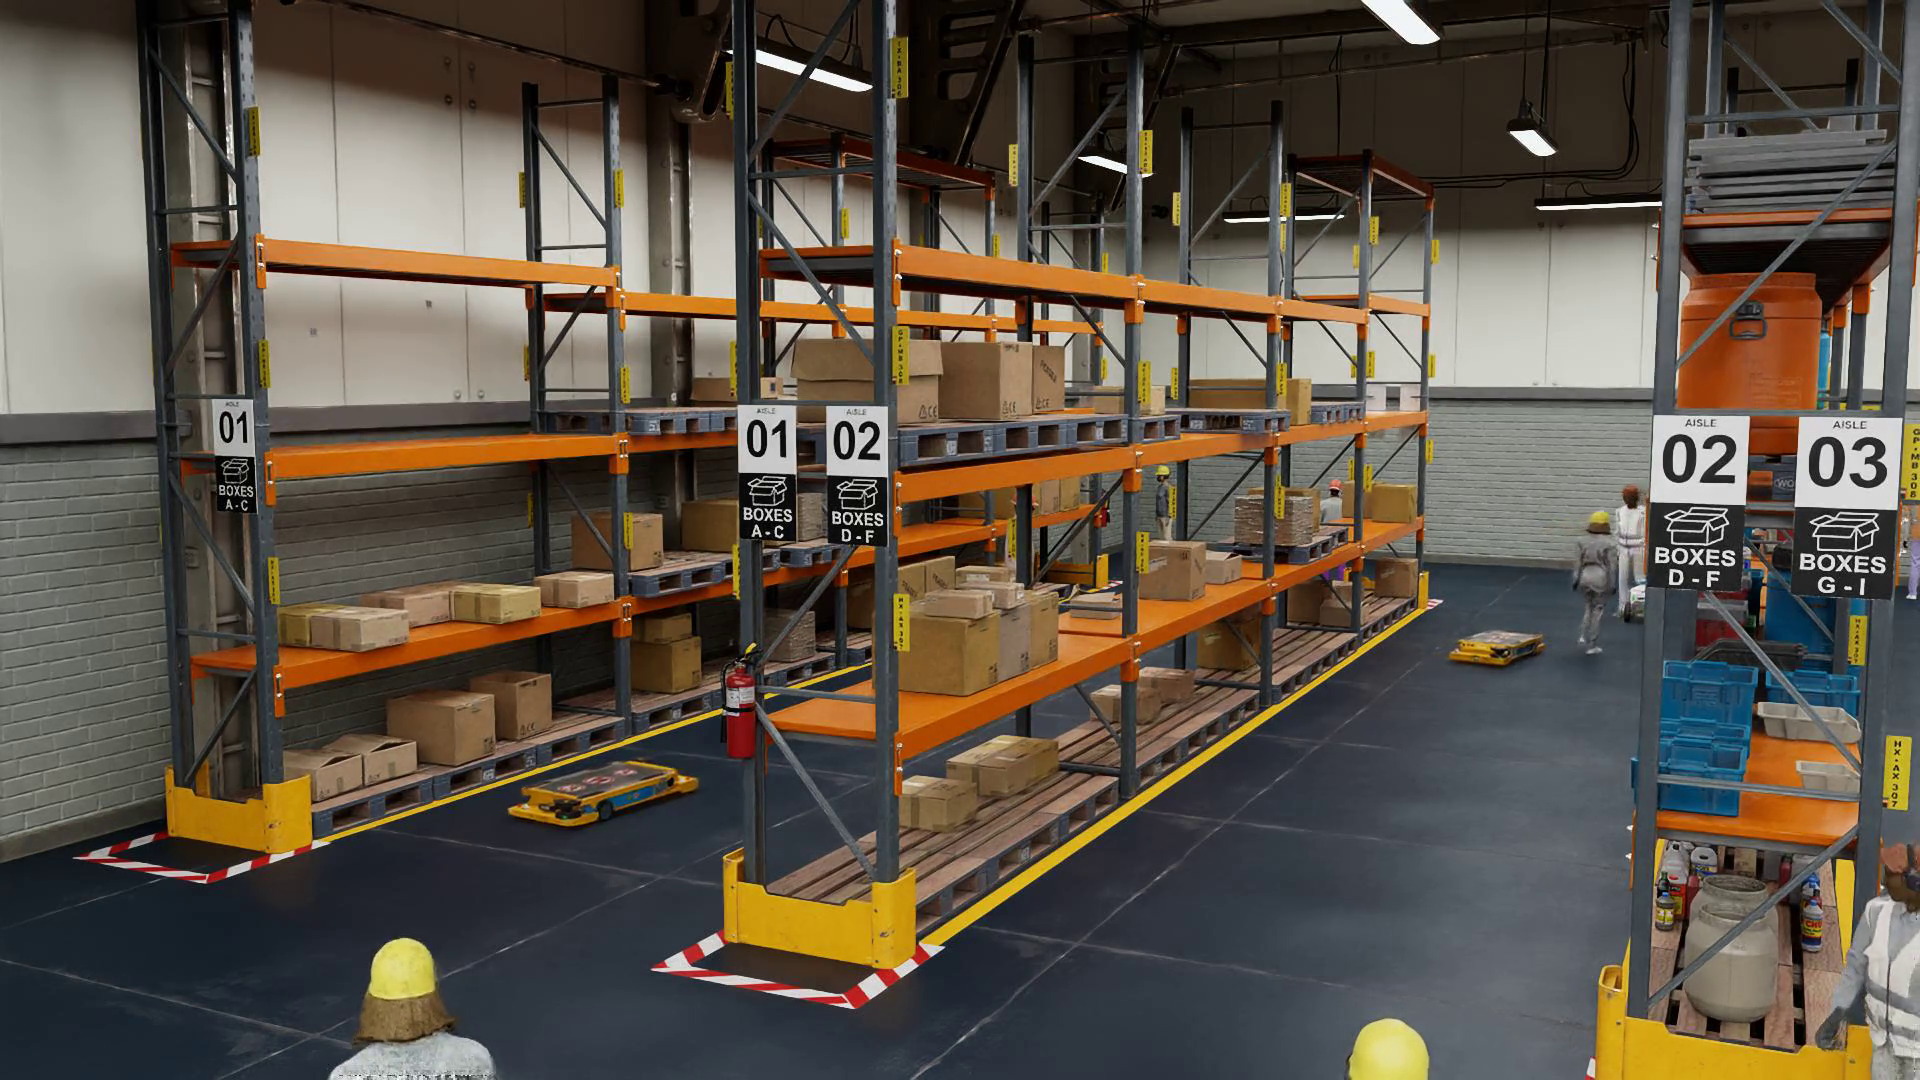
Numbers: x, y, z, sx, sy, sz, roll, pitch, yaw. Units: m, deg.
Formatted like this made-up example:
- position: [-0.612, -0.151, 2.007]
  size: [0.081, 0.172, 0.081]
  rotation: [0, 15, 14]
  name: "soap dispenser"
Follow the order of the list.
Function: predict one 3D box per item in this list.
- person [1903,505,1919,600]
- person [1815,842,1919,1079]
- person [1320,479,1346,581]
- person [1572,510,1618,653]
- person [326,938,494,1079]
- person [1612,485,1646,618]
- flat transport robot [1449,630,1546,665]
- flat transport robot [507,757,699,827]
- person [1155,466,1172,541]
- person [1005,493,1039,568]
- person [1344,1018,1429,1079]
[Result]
- position: [14.262, -0.057, 24.574]
  size: [0.588, 1.930, 0.359]
  rotation: [3, 7, 26]
  name: "person"
- position: [3.600, 1.969, 6.364]
  size: [0.451, 1.625, 0.576]
  rotation: [-1, 6, -12]
  name: "person"
- position: [5.710, -0.053, 25.391]
  size: [0.572, 1.748, 0.342]
  rotation: [1, 6, 11]
  name: "person"
- position: [7.679, 0.505, 20.060]
  size: [0.408, 1.727, 0.513]
  rotation: [-5, 8, -39]
  name: "person"
- position: [-1.703, 2.047, 5.103]
  size: [0.512, 1.709, 0.784]
  rotation: [-3, 7, -29]
  name: "person"
- position: [9.348, 0.154, 22.930]
  size: [0.805, 1.861, 0.611]
  rotation: [-4, 7, -34]
  name: "person"
- position: [6.394, 1.261, 19.740]
  size: [0.652, 0.197, 1.431]
  rotation: [5, 7, 37]
  name: "flat transport robot"
- position: [-2.770, 1.954, 13.005]
  size: [0.652, 0.197, 1.431]
  rotation: [4, 7, 32]
  name: "flat transport robot"
- position: [3.504, -0.404, 28.738]
  size: [0.310, 1.768, 0.533]
  rotation: [-2, 6, -17]
  name: "person"
- position: [0.740, 0.396, 19.908]
  size: [0.404, 1.991, 0.625]
  rotation: [-1, 6, -8]
  name: "person"
- position: [1.090, 2.104, 4.368]
  size: [0.526, 1.765, 0.329]
  rotation: [-2, 6, -22]
  name: "person"
